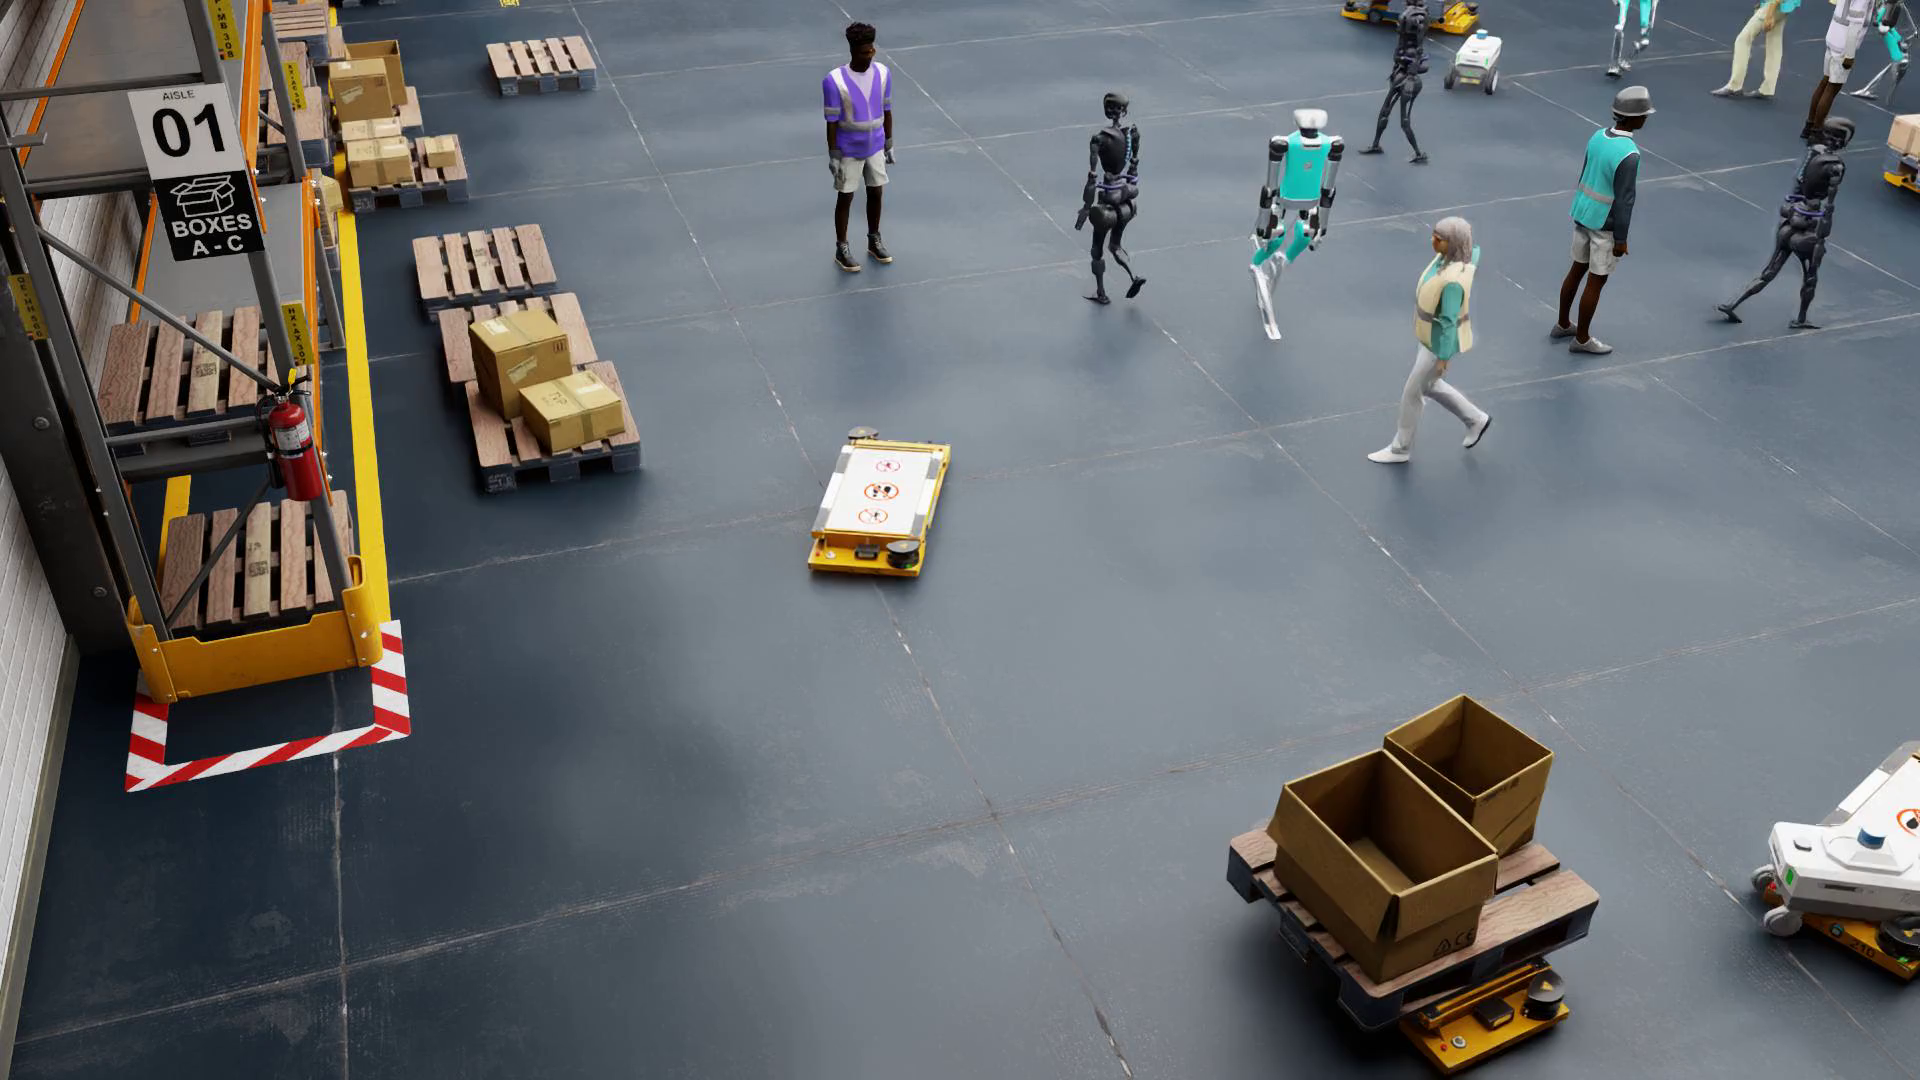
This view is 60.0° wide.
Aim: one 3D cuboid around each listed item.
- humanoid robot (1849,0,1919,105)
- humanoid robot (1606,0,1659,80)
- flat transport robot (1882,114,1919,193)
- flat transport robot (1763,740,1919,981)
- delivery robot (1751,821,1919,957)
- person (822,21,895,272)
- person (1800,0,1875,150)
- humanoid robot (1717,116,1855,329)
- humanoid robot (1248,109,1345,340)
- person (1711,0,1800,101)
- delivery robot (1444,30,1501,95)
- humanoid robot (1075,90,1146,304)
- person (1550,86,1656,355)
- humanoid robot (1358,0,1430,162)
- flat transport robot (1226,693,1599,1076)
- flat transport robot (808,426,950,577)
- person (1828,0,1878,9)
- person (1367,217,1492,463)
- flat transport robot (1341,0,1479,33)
[{"bbox_3d":[9.330,-5.138,16.477,0.674,1.889,0.542,10,34,15],"label":"humanoid robot"},{"bbox_3d":[6.965,-5.605,17.147,0.547,1.754,0.991,11,35,17],"label":"humanoid robot"},{"bbox_3d":[8.832,-3.002,14.463,0.659,0.231,1.431,-8,34,-12],"label":"flat transport robot"},{"bbox_3d":[4.373,1.434,7.660,1.431,0.231,0.659,-26,41,-33],"label":"flat transport robot"},{"bbox_3d":[3.964,1.498,7.310,0.786,0.608,0.499,6,34,9],"label":"delivery robot"},{"bbox_3d":[-0.778,-3.091,13.058,0.607,1.958,0.366,-19,38,-27],"label":"person"},{"bbox_3d":[8.220,-4.594,15.386,0.384,1.931,0.541,8,34,12],"label":"person"},{"bbox_3d":[6.110,-2.304,12.159,0.743,1.649,0.611,1,33,2],"label":"humanoid robot"},{"bbox_3d":[2.368,-2.332,12.166,0.548,1.862,0.835,-3,33,-5],"label":"humanoid robot"},{"bbox_3d":[8.007,-5.308,16.579,0.704,1.817,0.559,25,40,33],"label":"person"},{"bbox_3d":[5.350,-4.971,17.201,0.499,0.572,0.747,15,36,21],"label":"delivery robot"},{"bbox_3d":[1.178,-2.524,12.450,0.608,1.641,0.518,-28,43,-36],"label":"humanoid robot"},{"bbox_3d":[4.546,-2.262,11.799,0.415,1.938,0.568,-6,34,-10],"label":"person"},{"bbox_3d":[4.046,-4.248,15.118,0.599,1.644,0.616,-1,33,-2],"label":"humanoid robot"},{"bbox_3d":[1.913,1.671,7.296,0.659,0.231,1.431,-16,36,-22],"label":"flat transport robot"},{"bbox_3d":[-0.476,-0.249,10.241,0.659,0.231,1.431,4,33,6],"label":"flat transport robot"},{"bbox_3d":[10.616,-7.062,19.274,0.545,1.819,0.694,-10,34,-15],"label":"person"},{"bbox_3d":[3.057,-1.232,10.449,0.711,1.686,0.471,3,33,4],"label":"person"},{"bbox_3d":[5.213,-6.128,19.257,1.431,0.231,0.659,17,37,24],"label":"flat transport robot"}]
